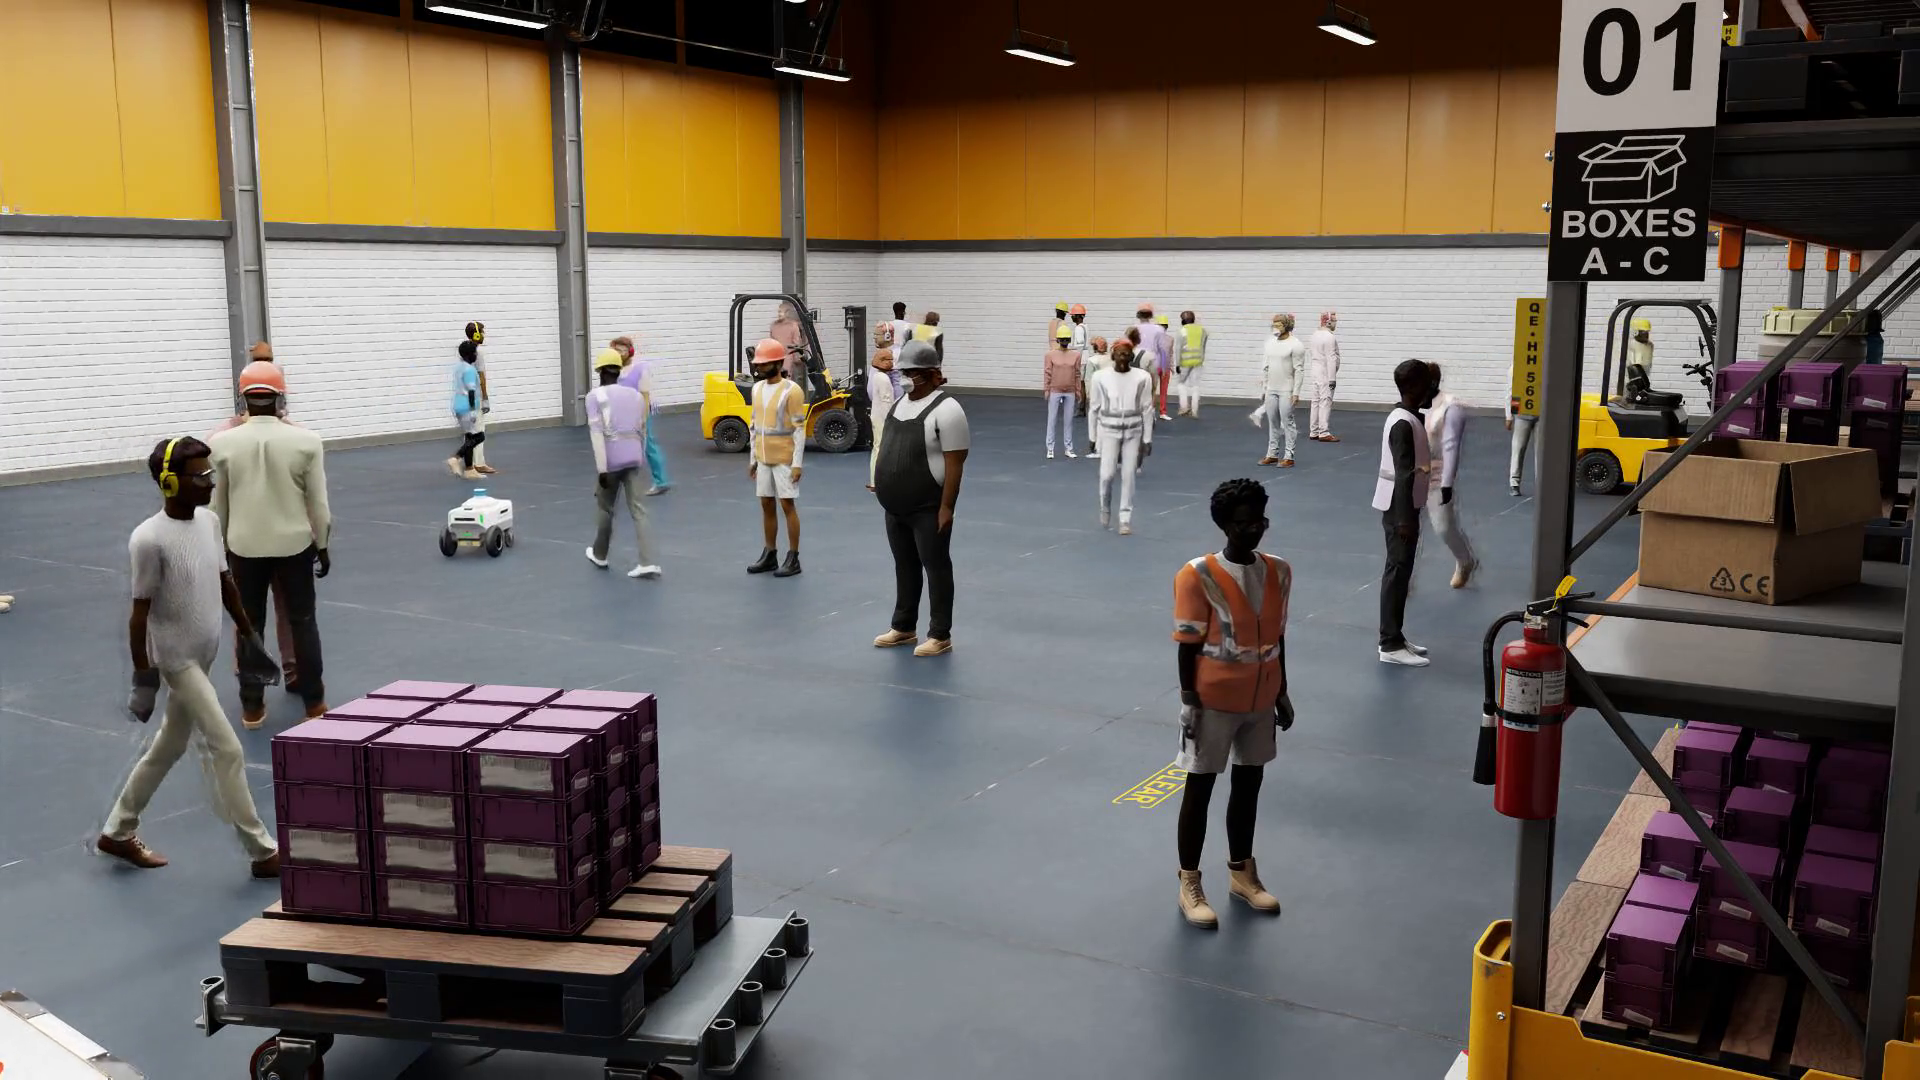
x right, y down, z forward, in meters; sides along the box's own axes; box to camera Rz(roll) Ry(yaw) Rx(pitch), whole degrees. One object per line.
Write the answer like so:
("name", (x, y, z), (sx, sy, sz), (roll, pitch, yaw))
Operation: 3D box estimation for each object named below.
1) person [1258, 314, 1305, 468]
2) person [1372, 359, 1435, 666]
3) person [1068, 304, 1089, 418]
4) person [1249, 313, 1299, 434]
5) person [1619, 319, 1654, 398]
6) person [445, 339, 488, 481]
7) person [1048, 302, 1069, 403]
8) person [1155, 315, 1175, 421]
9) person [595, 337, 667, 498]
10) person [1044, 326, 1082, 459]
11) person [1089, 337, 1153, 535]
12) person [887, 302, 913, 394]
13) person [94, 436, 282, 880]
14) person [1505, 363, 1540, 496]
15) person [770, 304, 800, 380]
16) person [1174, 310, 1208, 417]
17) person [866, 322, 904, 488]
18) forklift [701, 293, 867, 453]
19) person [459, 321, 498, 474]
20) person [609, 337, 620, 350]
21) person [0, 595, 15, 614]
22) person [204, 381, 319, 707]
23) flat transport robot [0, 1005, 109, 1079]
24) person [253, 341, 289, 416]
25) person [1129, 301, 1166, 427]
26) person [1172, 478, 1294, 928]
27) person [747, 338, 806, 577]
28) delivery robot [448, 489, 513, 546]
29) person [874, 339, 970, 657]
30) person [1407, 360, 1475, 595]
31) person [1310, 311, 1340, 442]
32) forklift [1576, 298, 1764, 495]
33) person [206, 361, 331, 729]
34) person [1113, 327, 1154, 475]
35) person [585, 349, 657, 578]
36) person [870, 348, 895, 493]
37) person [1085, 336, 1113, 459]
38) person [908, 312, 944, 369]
("person", (4.072, -1.885, 21.100), (0.363, 1.939, 0.636), (-7, 11, -37))
("person", (2.809, -0.182, 10.528), (0.391, 1.922, 0.593), (2, 9, 15))
("person", (2.019, -3.055, 28.413), (0.358, 1.938, 0.548), (2, 9, 11))
("person", (4.827, -2.542, 25.464), (0.700, 1.863, 0.597), (4, 10, 25))
("person", (9.941, -2.324, 24.311), (0.591, 1.788, 0.887), (-2, 9, -14))
("person", (-5.843, -1.526, 19.637), (0.422, 1.681, 0.550), (-5, 10, -27))
("person", (1.897, -3.566, 31.658), (0.374, 1.919, 0.585), (-4, 10, -25))
("person", (3.368, -2.880, 27.852), (0.524, 1.769, 0.316), (-4, 10, -26))
("person", (-3.569, -1.321, 18.071), (0.573, 1.777, 1.049), (5, 10, 29))
("person", (1.369, -1.964, 22.132), (0.523, 1.769, 0.315), (-2, 9, -13))
("person", (1.515, -0.978, 15.662), (0.596, 1.866, 0.420), (0, 9, 0))
("person", (-1.070, -3.205, 29.274), (0.601, 1.960, 0.373), (3, 9, 16))
("person", (-3.123, 0.488, 6.714), (0.995, 1.815, 0.536), (0, 9, 1))
("person", (6.318, -1.385, 18.343), (0.591, 1.823, 0.403), (1, 9, 7))
("person", (-3.241, -3.411, 30.764), (0.660, 1.892, 0.623), (6, 11, 32))
("person", (3.923, -3.009, 28.448), (0.637, 1.825, 0.501), (-2, 9, -15))
("person", (-0.850, -1.503, 18.819), (0.409, 1.907, 0.651), (-4, 10, -23))
("forklift", (-2.458, -2.344, 23.176), (2.313, 2.155, 1.214), (0, 9, -2))
("person", (-5.958, -1.746, 20.453), (0.530, 1.869, 0.311), (8, 12, 42))
("person", (-4.477, -1.888, 22.114), (0.682, 1.612, 0.502), (3, 10, 18))
("person", (-7.132, -0.484, 12.033), (0.378, 2.044, 0.608), (-4, 10, -22))
("person", (-3.939, -0.011, 9.491), (0.409, 1.910, 0.651), (7, 12, 39))
("flat transport robot", (-2.715, 1.591, 4.596), (1.431, 0.197, 0.652), (7, 12, 39))
("person", (-8.614, -1.655, 20.628), (0.511, 1.614, 0.605), (0, 9, -1))
("person", (2.899, -2.730, 26.130), (0.636, 2.018, 0.528), (1, 9, 4))
("person", (1.038, 0.606, 6.306), (0.531, 1.698, 0.320), (-5, 10, -27))
("person", (-1.514, -0.664, 13.497), (0.551, 1.932, 0.378), (7, 11, 37))
("delivery robot", (-4.213, -0.208, 14.624), (0.477, 0.478, 0.707), (1, 8, 6))
("person", (-0.292, -0.274, 10.732), (0.538, 2.000, 0.682), (-8, 12, -42))
("person", (3.612, -0.470, 12.689), (0.872, 1.818, 0.624), (-6, 11, -34))
("person", (5.369, -2.393, 24.377), (0.404, 1.906, 0.651), (-2, 9, -12))
("forklift", (7.954, -1.589, 18.462), (2.313, 2.155, 1.214), (5, 11, 30))
("person", (-3.748, 0.024, 9.049), (0.618, 1.983, 0.408), (-3, 10, -18))
("person", (2.129, -1.726, 20.543), (0.517, 1.804, 0.842), (0, 9, 1))
("person", (-2.780, -0.629, 13.598), (0.594, 1.837, 1.072), (-8, 12, -41))
("person", (-0.851, -1.305, 18.433), (0.283, 1.633, 0.501), (-2, 9, -13))
("person", (1.877, -1.895, 22.135), (0.516, 1.629, 0.319), (-7, 12, -38))
("person", (-0.588, -3.086, 29.100), (0.702, 1.796, 0.665), (5, 10, 30))
